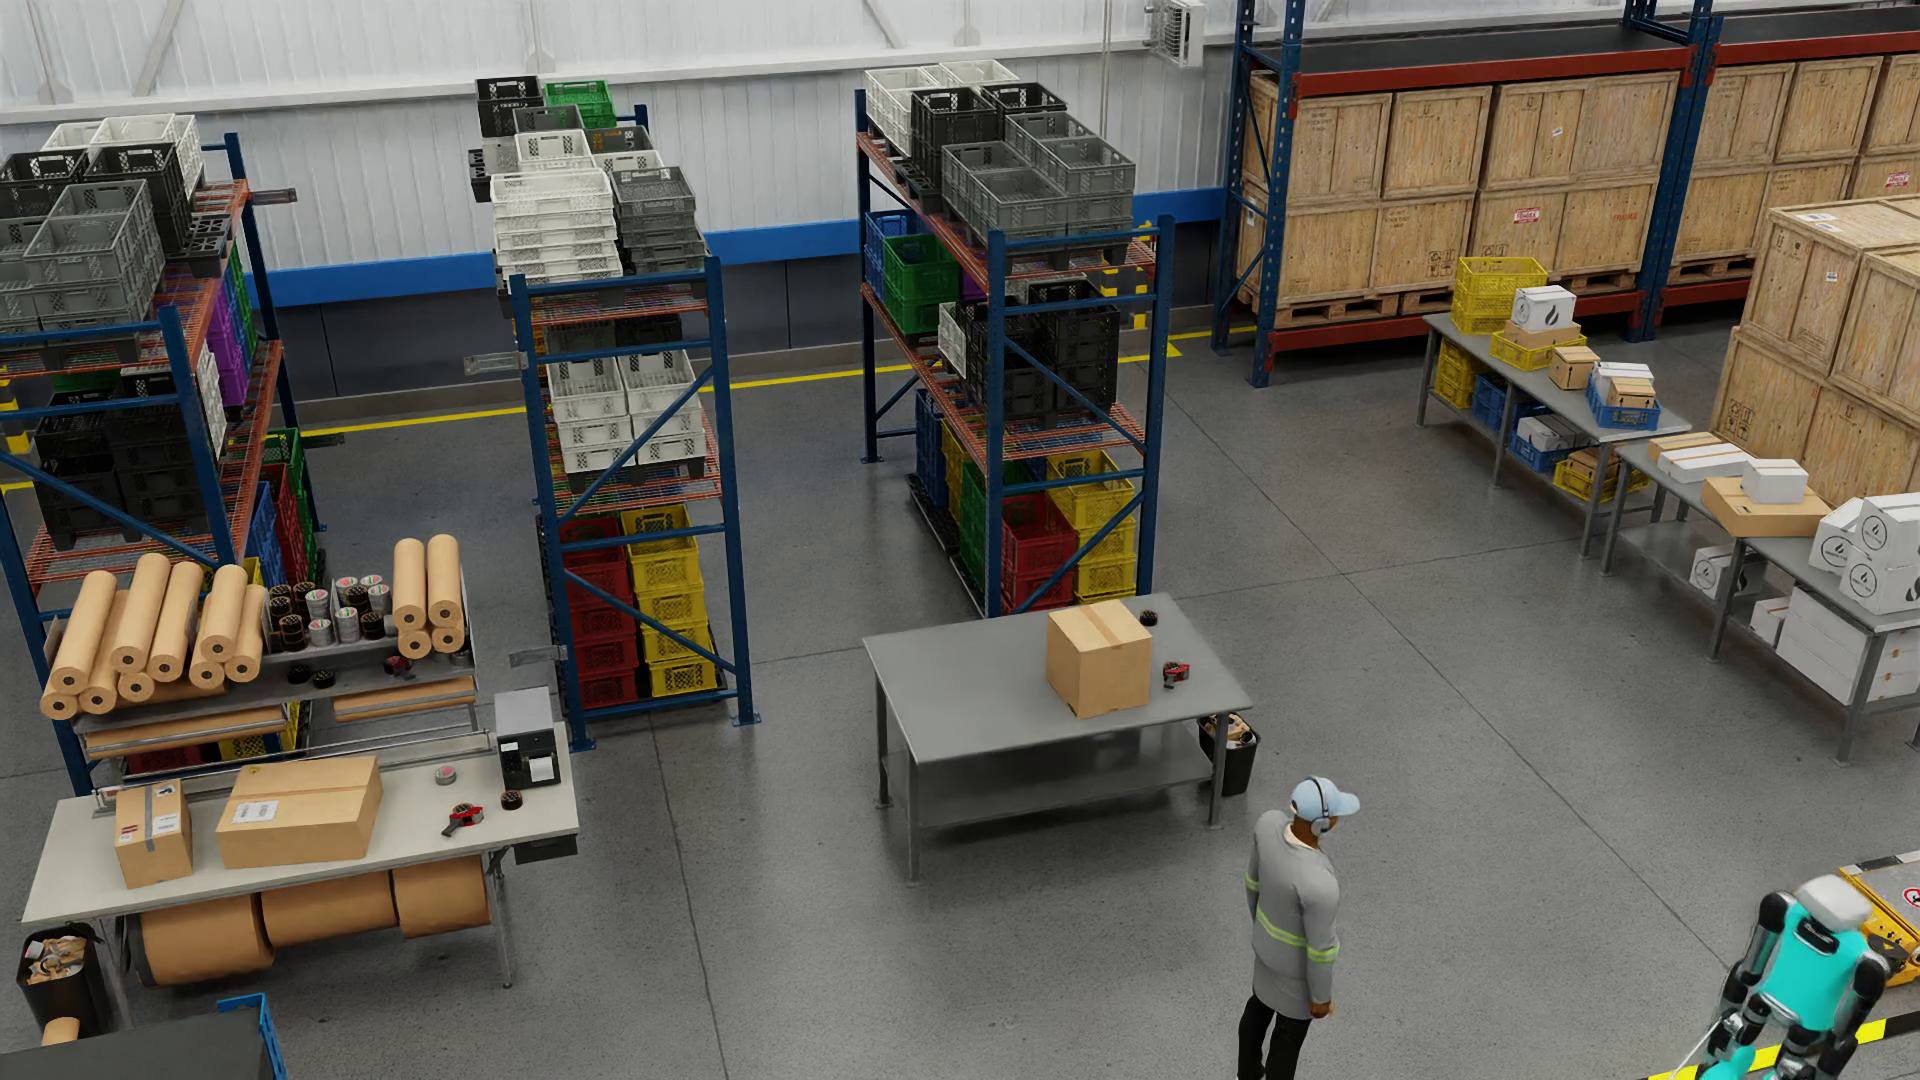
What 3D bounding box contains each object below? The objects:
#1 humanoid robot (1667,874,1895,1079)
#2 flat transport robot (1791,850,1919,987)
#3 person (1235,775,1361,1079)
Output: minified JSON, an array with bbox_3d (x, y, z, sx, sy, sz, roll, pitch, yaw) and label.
[{"bbox_3d":[3.165,2.154,6.692,0.977,1.718,0.543,-16,33,-27],"label":"humanoid robot"},{"bbox_3d":[5.163,1.916,8.676,1.431,0.231,0.659,-8,30,-14],"label":"flat transport robot"},{"bbox_3d":[1.472,1.790,7.260,0.394,1.850,0.598,-10,30,-17],"label":"person"}]
